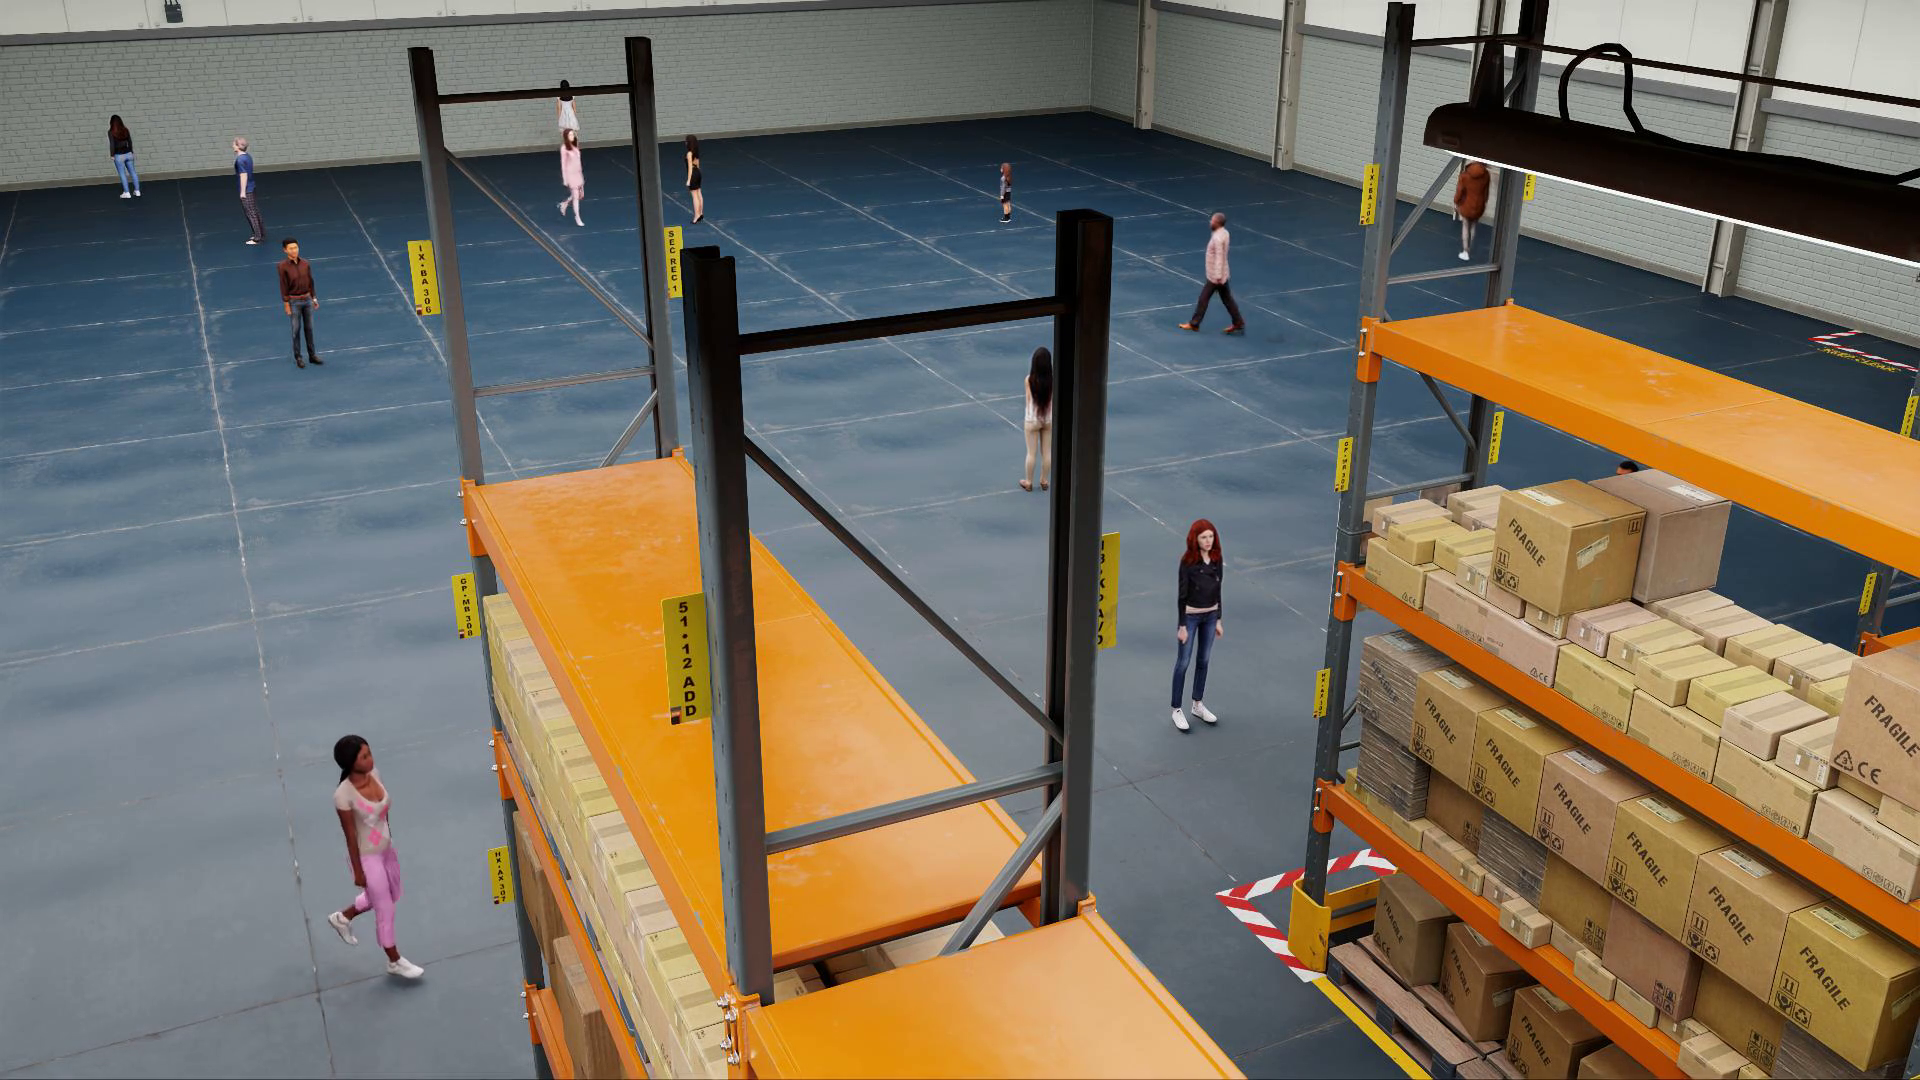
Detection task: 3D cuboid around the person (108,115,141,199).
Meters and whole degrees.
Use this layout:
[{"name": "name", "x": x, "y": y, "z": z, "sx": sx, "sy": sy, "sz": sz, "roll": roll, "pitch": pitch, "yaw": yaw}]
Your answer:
[{"name": "person", "x": -16.872, "y": -7.744, "z": 33.529, "sx": 0.741, "sy": 1.634, "sz": 0.725, "roll": 14, "pitch": 27, "yaw": 29}]

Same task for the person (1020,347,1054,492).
[{"name": "person", "x": 0.895, "y": -1.329, "z": 18.421, "sx": 0.647, "sy": 1.652, "sz": 0.581, "roll": -10, "pitch": 25, "yaw": -22}]

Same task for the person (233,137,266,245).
[{"name": "person", "x": -12.726, "y": -6.246, "z": 29.704, "sx": 0.786, "sy": 1.871, "sz": 0.605, "roll": -2, "pitch": 23, "yaw": -5}]

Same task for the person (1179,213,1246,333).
[{"name": "person", "x": 3.843, "y": -3.851, "z": 24.209, "sx": 1.250, "sy": 1.763, "sz": 1.159, "roll": 9, "pitch": 25, "yaw": 20}]

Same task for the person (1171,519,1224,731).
[{"name": "person", "x": 1.936, "y": 0.671, "z": 13.546, "sx": 0.559, "sy": 1.786, "sz": 0.529, "roll": -11, "pitch": 25, "yaw": -23}]

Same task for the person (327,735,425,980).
[{"name": "person", "x": -3.789, "y": 1.998, "z": 10.503, "sx": 0.963, "sy": 1.725, "sz": 0.948, "roll": 5, "pitch": 24, "yaw": 13}]

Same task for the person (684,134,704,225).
[{"name": "person", "x": -4.986, "y": -6.790, "z": 31.266, "sx": 0.683, "sy": 1.650, "sz": 0.615, "roll": 7, "pitch": 24, "yaw": 17}]

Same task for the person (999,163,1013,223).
[{"name": "person", "x": 0.864, "y": -6.584, "z": 31.477, "sx": 0.588, "sy": 1.105, "sz": 0.530, "roll": 8, "pitch": 24, "yaw": 19}]

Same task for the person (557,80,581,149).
[{"name": "person", "x": -8.781, "y": -9.391, "z": 37.226, "sx": 0.630, "sy": 1.773, "sz": 0.610, "roll": -10, "pitch": 25, "yaw": -23}]

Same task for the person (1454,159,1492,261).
[{"name": "person", "x": 8.805, "y": -5.699, "z": 28.488, "sx": 0.849, "sy": 1.817, "sz": 0.938, "roll": -3, "pitch": 23, "yaw": -7}]

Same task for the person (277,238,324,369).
[{"name": "person", "x": -9.074, "y": -3.271, "z": 22.823, "sx": 0.681, "sy": 1.782, "sz": 0.714, "roll": 18, "pitch": 29, "yaw": 36}]

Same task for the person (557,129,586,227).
[{"name": "person", "x": -7.288, "y": -6.772, "z": 31.050, "sx": 0.994, "sy": 1.786, "sz": 0.906, "roll": 12, "pitch": 26, "yaw": 25}]
